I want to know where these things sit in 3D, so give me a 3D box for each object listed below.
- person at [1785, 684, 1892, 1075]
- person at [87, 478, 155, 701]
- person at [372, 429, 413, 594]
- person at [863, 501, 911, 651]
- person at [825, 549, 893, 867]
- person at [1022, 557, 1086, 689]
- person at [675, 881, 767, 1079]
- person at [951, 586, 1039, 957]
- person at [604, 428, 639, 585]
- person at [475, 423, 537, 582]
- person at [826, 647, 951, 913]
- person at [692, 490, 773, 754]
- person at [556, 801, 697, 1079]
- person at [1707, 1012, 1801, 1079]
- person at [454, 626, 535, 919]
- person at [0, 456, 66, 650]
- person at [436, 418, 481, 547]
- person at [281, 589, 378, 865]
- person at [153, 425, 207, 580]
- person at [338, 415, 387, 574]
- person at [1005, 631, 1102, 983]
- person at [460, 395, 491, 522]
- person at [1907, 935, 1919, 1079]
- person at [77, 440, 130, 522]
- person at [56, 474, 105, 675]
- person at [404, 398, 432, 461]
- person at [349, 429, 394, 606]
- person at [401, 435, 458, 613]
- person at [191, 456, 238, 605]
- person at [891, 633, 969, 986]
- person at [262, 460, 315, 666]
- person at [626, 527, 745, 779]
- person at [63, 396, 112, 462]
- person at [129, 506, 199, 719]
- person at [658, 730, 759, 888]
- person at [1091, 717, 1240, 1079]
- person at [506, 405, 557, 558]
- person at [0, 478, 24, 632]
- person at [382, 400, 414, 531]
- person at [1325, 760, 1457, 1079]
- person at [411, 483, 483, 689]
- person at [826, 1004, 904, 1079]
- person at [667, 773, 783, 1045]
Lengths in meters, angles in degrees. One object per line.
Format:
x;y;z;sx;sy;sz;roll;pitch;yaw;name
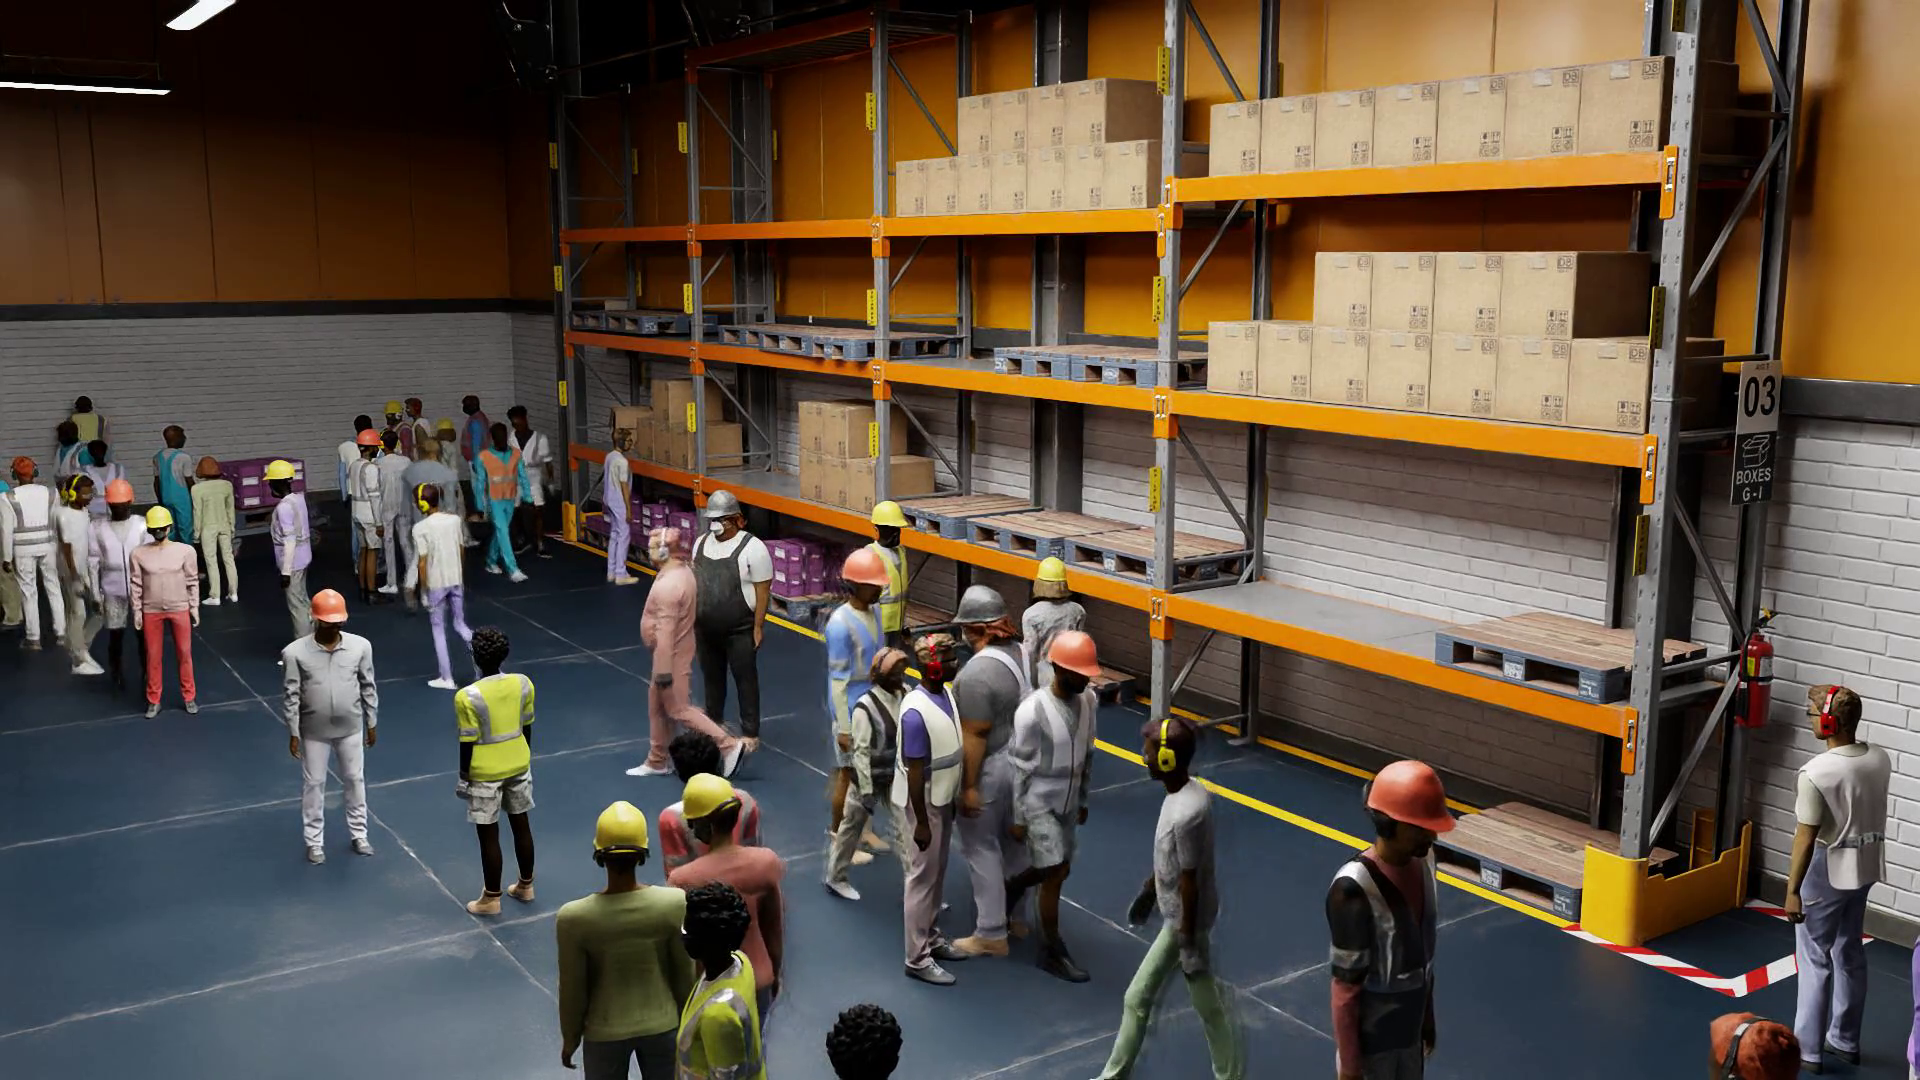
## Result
4.066;1.583;7.735;0.560;1.836;0.394;-5;11;-27;person
-7.148;0.424;14.264;0.555;1.939;0.387;-5;11;-28;person
-6.434;-0.327;18.840;0.320;1.871;0.533;7;12;36;person
-0.567;0.652;12.938;0.372;1.922;0.585;5;11;27;person
-0.616;1.045;10.327;0.516;2.020;0.643;4;10;22;person
0.635;0.982;11.529;0.492;1.742;0.321;-4;11;-25;person
-0.817;1.994;5.724;0.319;1.697;0.533;-1;10;-5;person
0.135;1.238;9.152;0.535;2.000;0.726;5;11;25;person
-3.945;-0.388;19.319;0.351;1.834;0.518;-6;12;-33;person
-5.413;-0.466;19.695;1.028;1.863;0.604;8;13;40;person
-0.447;1.384;9.612;0.900;1.579;0.534;9;13;42;person
-1.811;0.624;12.756;0.689;2.000;0.539;5;11;25;person
-1.261;1.856;6.326;0.524;1.769;0.314;-4;10;-20;person
2.038;2.140;4.337;0.576;1.880;0.355;-4;10;-22;person
-2.682;1.331;9.614;0.318;1.697;0.533;7;12;35;person
-9.001;0.122;16.160;0.349;1.882;0.577;8;12;38;person
-6.707;-0.727;21.635;0.490;1.710;0.773;6;11;30;person
-3.944;1.163;10.468;0.569;1.744;0.350;-6;11;-31;person
-9.164;-0.421;19.474;0.506;1.842;0.342;2;10;13;person
-7.138;-0.541;19.955;0.595;1.915;0.371;1;10;4;person
0.435;1.365;8.873;0.553;1.897;0.768;-9;13;-42;person
-6.959;-1.170;23.914;0.429;1.833;0.636;-2;10;-11;person
3.685;1.949;6.154;0.510;1.640;0.308;-5;11;-29;person
-9.979;-0.335;19.396;0.555;1.685;0.349;-8;13;-40;person
-7.959;0.323;15.084;0.395;1.849;0.531;0;10;3;person
-7.580;-1.093;23.472;0.406;1.832;0.576;-3;10;-17;person
-6.452;-0.250;18.225;0.386;1.929;0.543;-9;13;-41;person
-5.681;-0.156;17.738;0.636;1.912;0.835;1;10;6;person
-8.167;-0.103;18.214;0.266;1.631;0.507;6;11;31;person
-0.161;1.396;8.783;0.378;1.848;0.569;2;10;14;person
-6.255;0.212;15.510;0.383;1.924;0.594;-2;10;-10;person
-2.006;0.835;12.027;0.832;1.886;0.648;0;10;-1;person
-12.386;-1.130;23.635;0.625;1.844;0.429;-6;12;-33;person
-6.568;0.590;13.760;0.522;1.769;0.311;-4;10;-22;person
-1.205;1.672;7.699;0.551;1.648;0.864;-8;13;-40;person
0.851;1.666;7.294;0.931;1.820;0.494;3;10;17;person
-5.465;-0.747;21.083;0.741;1.943;0.417;0;10;-1;person
-9.763;0.018;16.930;0.388;1.837;0.560;-5;11;-26;person
-7.809;-1.035;23.132;0.403;1.824;0.595;-8;12;-38;person
1.566;1.775;6.039;0.411;2.032;0.611;9;13;44;person
-4.490;0.420;14.548;0.592;1.841;0.525;8;13;39;person
-0.255;2.156;4.784;0.532;1.693;0.319;-1;10;-6;person
-0.960;1.799;6.714;0.565;1.737;0.395;-8;13;-39;person
